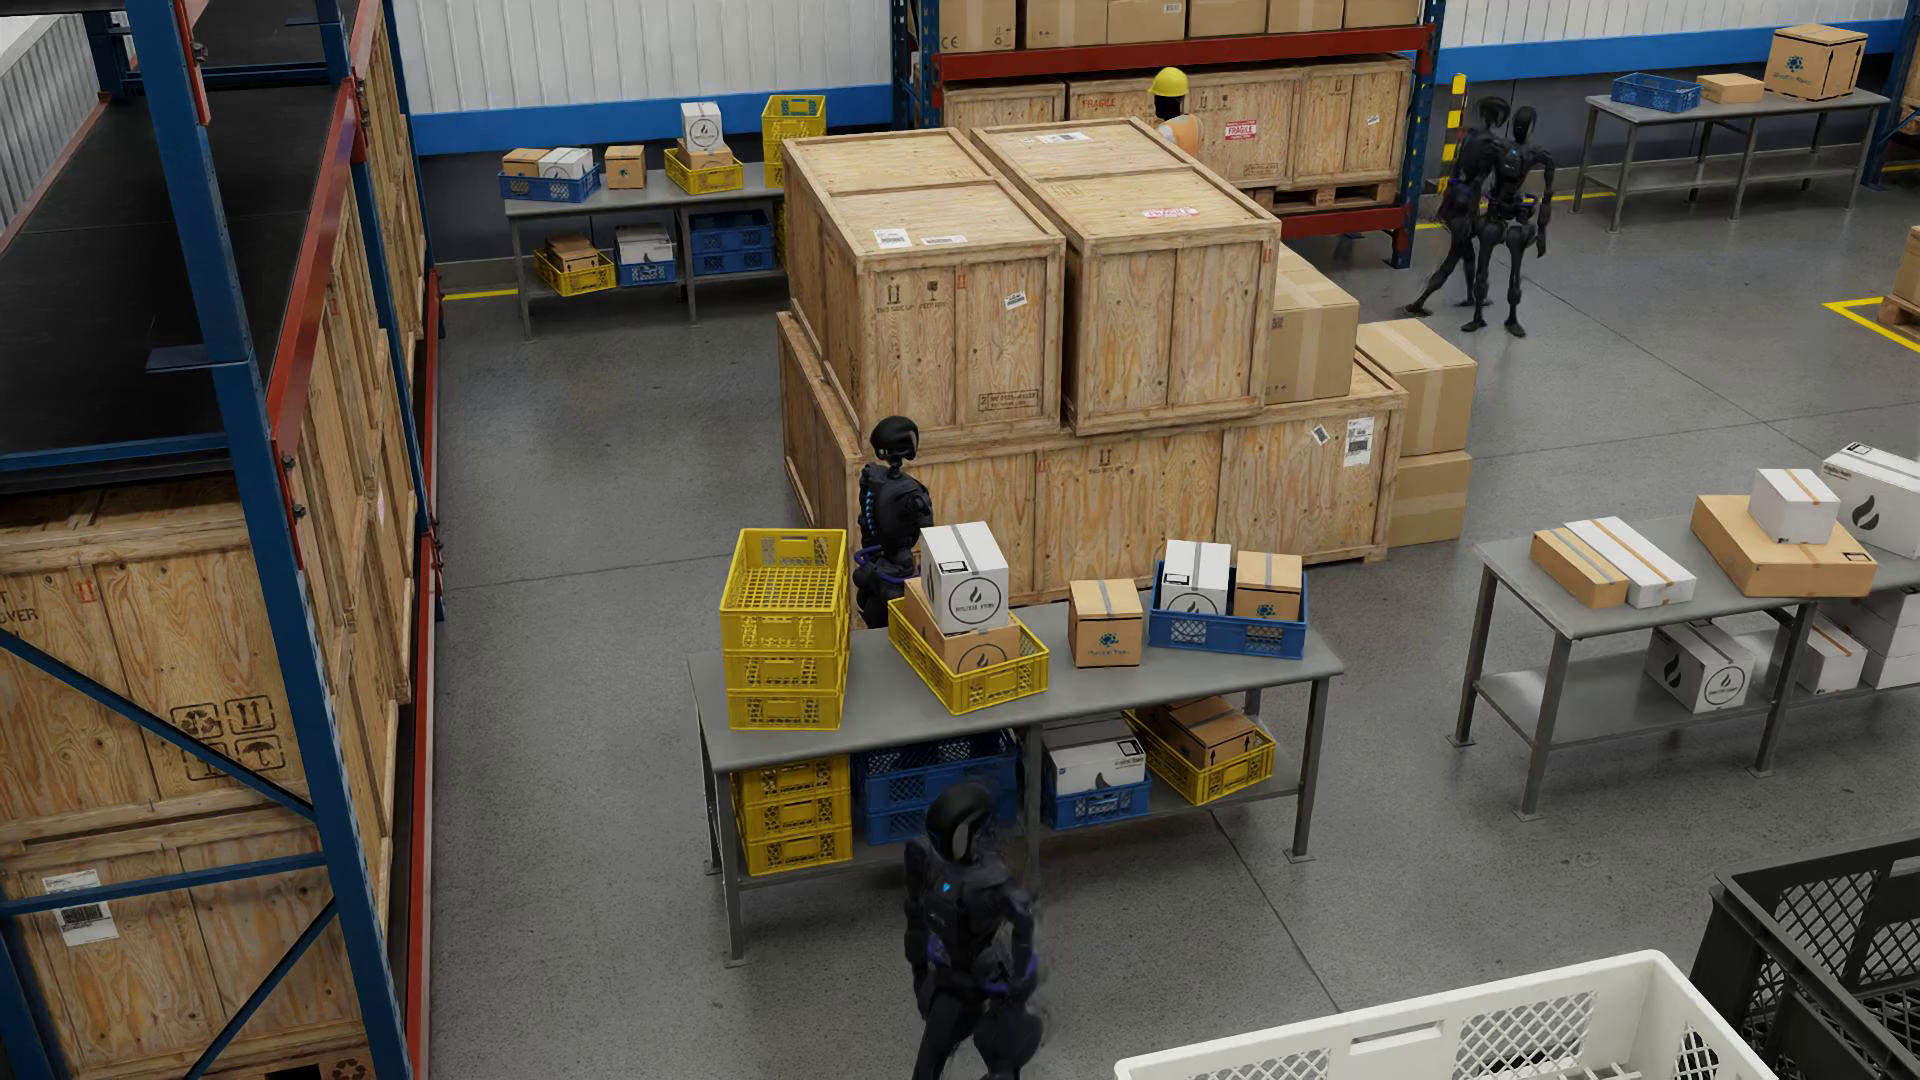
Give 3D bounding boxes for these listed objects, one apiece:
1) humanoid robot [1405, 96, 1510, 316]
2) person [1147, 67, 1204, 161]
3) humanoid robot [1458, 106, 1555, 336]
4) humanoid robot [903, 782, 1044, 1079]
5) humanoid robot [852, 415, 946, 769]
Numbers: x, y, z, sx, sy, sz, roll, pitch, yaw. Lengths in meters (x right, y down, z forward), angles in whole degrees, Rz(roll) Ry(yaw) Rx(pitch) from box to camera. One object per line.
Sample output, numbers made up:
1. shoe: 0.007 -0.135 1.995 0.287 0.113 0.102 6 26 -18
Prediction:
1. humanoid robot: 3.656 -2.417 12.097 0.739 1.623 0.559 -4 29 -7
2. person: 1.438 -2.324 11.614 0.364 1.929 0.585 21 35 33
3. humanoid robot: 3.863 -2.256 11.758 0.607 1.644 0.358 19 34 31
4. humanoid robot: 0.010 1.447 5.055 0.576 1.632 0.696 21 35 33
5. humanoid robot: -0.258 0.227 7.227 0.327 1.660 0.589 -21 35 -33
